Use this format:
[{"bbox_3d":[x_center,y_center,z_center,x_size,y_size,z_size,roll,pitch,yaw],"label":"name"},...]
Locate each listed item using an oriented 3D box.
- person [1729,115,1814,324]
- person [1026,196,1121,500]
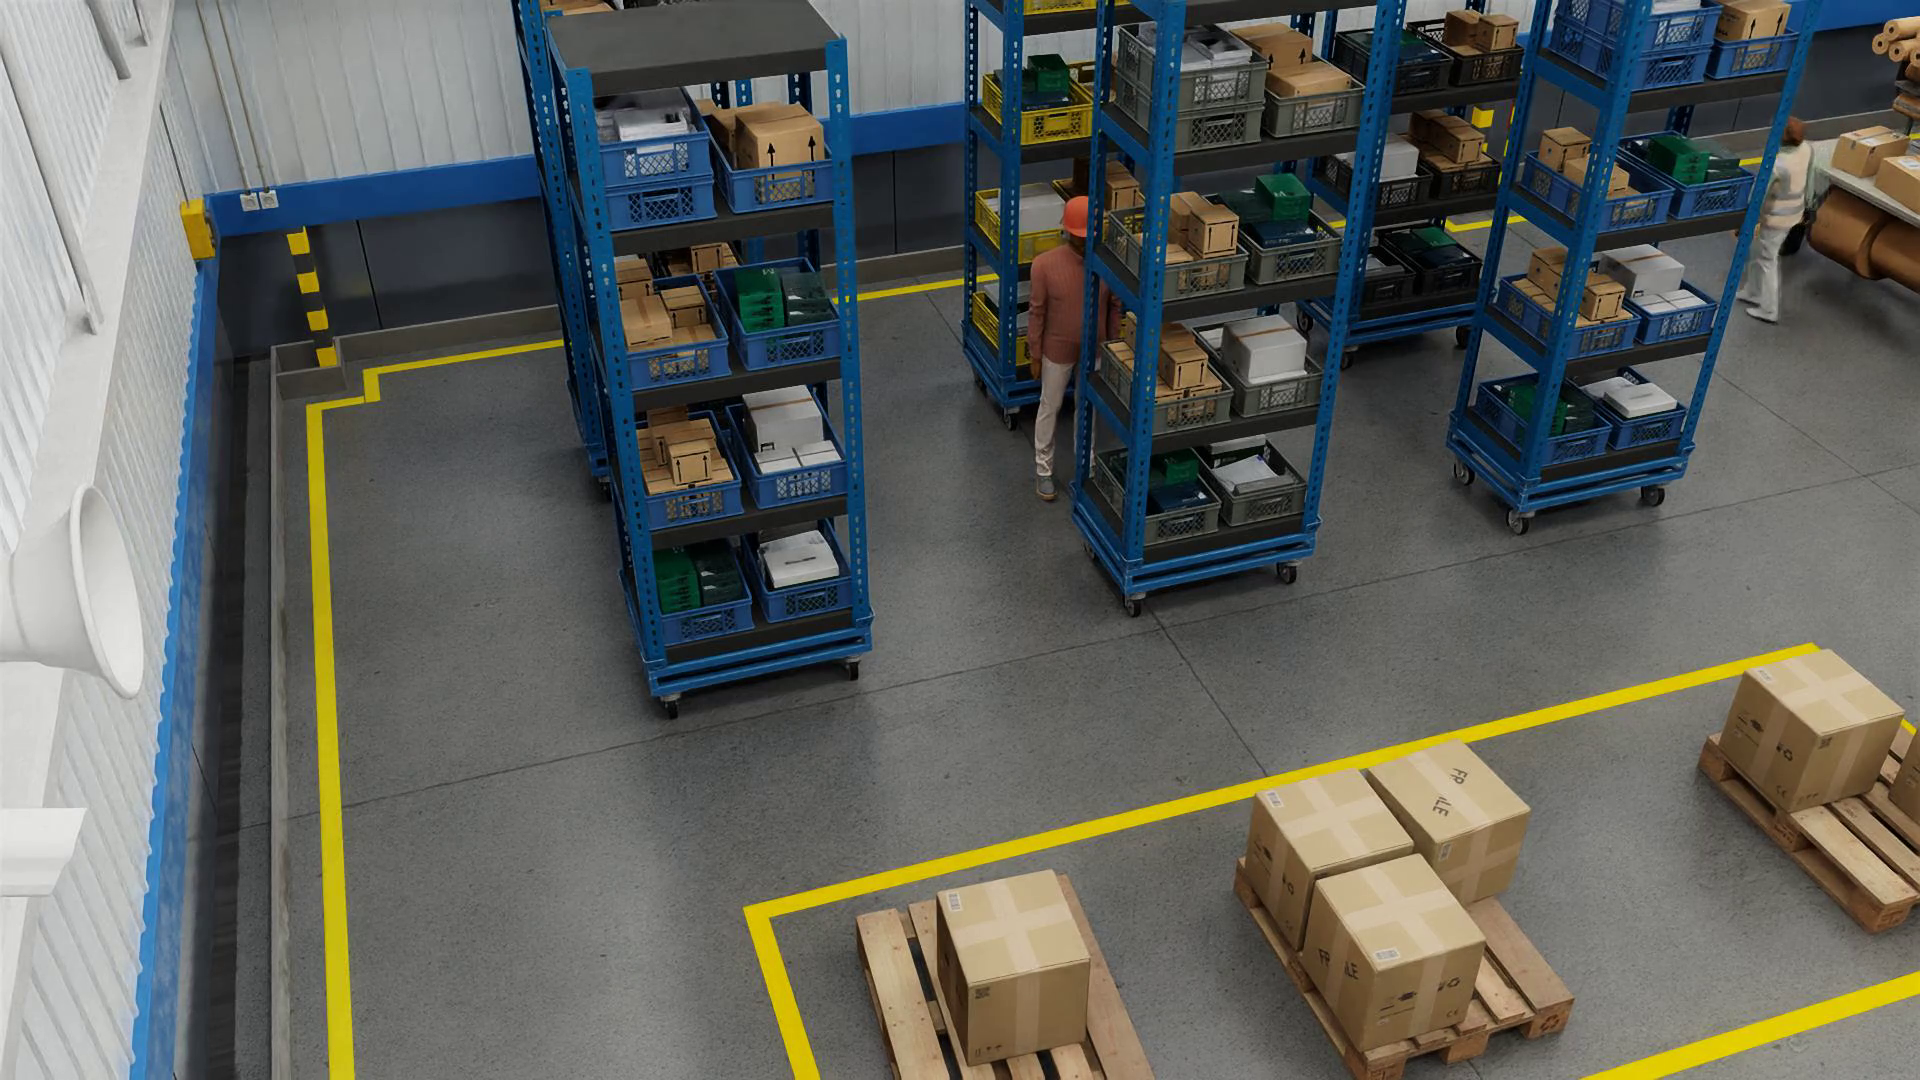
[{"bbox_3d":[5.972,-2.377,12.254,0.579,1.592,0.560,-23,41,-29],"label":"person"},{"bbox_3d":[0.704,-1.179,10.220,0.609,1.995,0.375,-11,37,-15],"label":"person"}]
